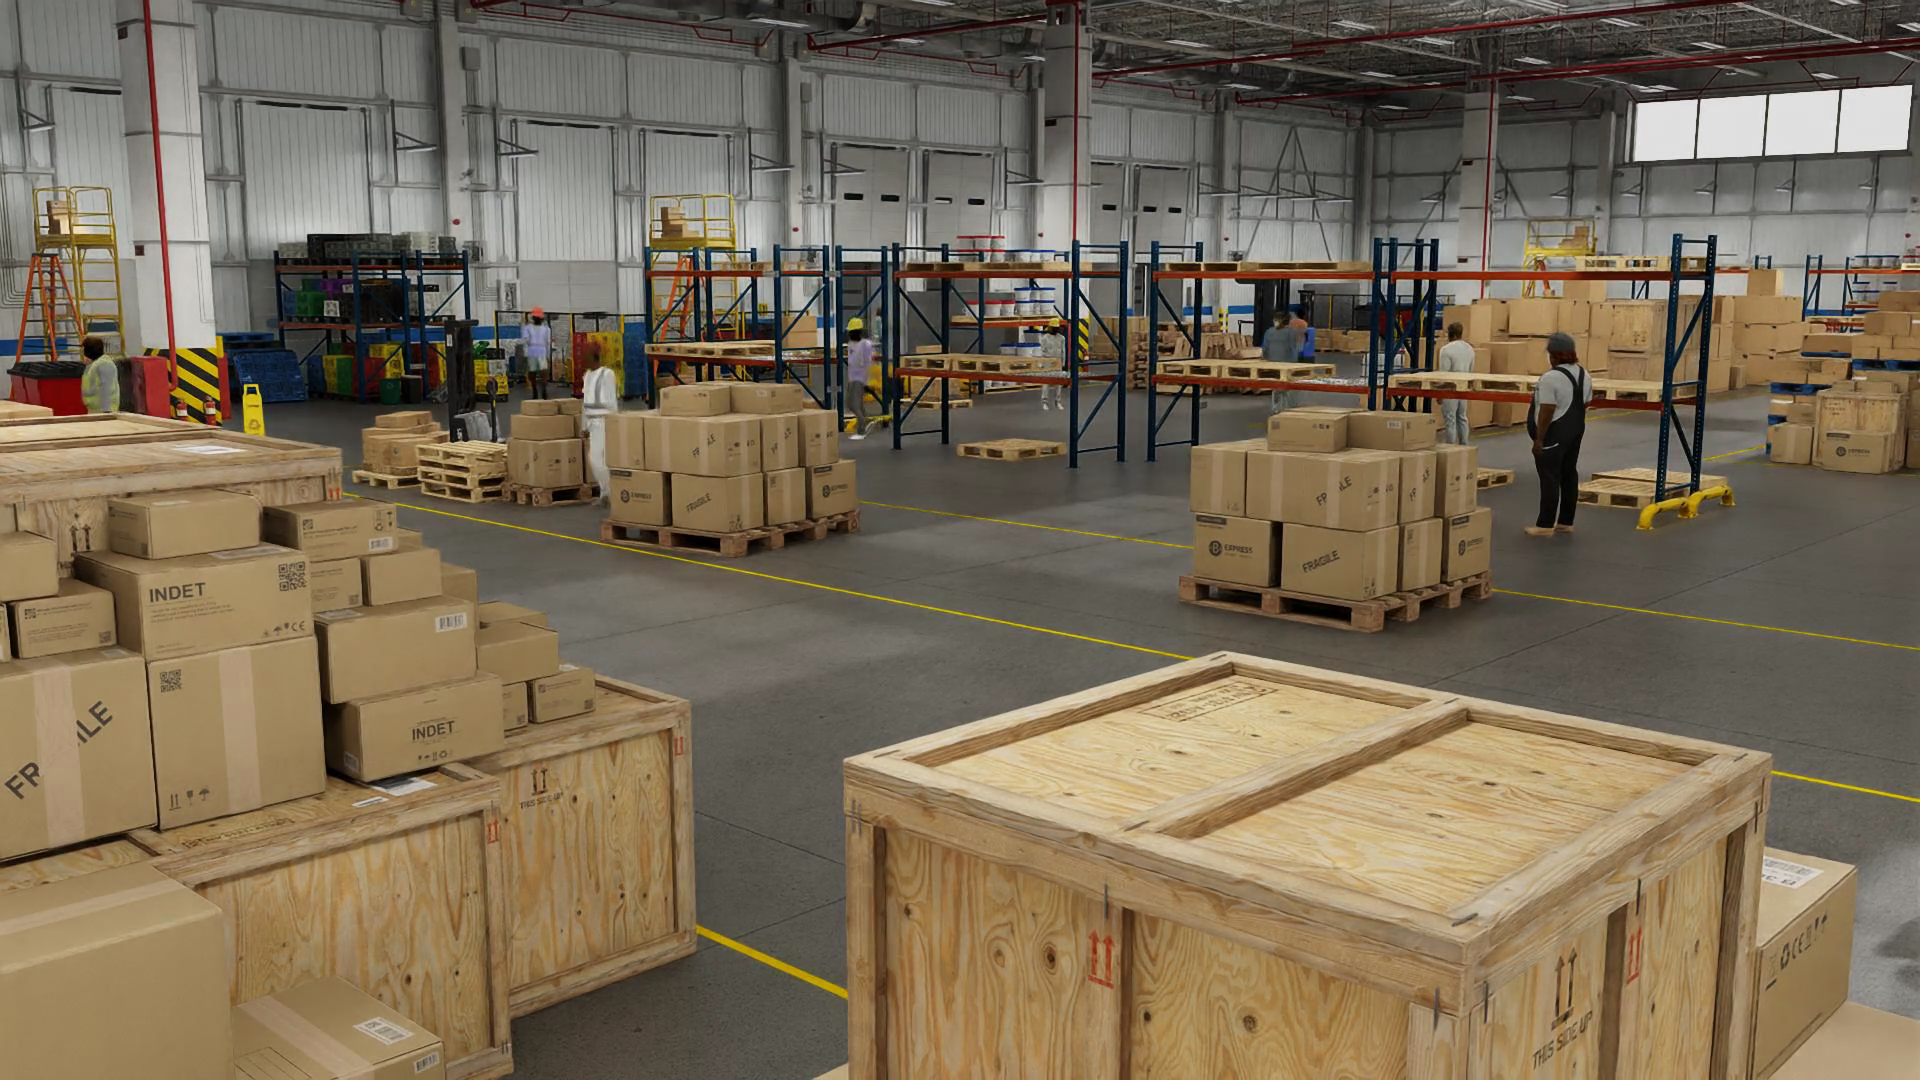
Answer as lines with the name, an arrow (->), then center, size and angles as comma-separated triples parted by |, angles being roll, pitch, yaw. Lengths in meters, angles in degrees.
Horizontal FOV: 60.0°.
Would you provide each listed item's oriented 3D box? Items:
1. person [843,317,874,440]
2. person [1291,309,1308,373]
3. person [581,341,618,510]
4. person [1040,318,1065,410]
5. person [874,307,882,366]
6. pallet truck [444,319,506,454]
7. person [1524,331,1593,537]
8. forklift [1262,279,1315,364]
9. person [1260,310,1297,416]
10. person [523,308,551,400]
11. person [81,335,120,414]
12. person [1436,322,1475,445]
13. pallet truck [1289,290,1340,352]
person -> -1.579, -2.502, 25.826 | 0.447, 1.909, 0.597 | -7, 11, -36
person -> 8.673, -5.083, 42.465 | 0.896, 1.649, 0.542 | -4, 10, -23
person -> -3.994, -1.244, 18.252 | 0.451, 1.868, 0.595 | -8, 12, -40
person -> 1.758, -3.313, 31.369 | 0.487, 1.737, 0.332 | -3, 10, -15
person -> -2.136, -5.383, 44.376 | 0.323, 1.631, 0.523 | 0, 9, -1
pallet truck -> -6.981, -1.942, 22.150 | 1.885, 1.965, 0.823 | 1, 9, 9
person -> 5.915, -1.055, 16.581 | 0.683, 2.000, 0.538 | -6, 11, -34
forklift -> 8.555, -6.090, 44.881 | 1.873, 2.768, 1.129 | 9, 13, 43
person -> 5.601, -3.085, 29.397 | 0.656, 1.918, 0.560 | 8, 12, 40
person -> -8.470, -3.710, 33.361 | 0.549, 1.890, 0.977 | -3, 10, -17
person -> -10.762, -1.661, 20.946 | 0.587, 1.829, 0.643 | -9, 13, -42
person -> 6.863, -2.053, 23.067 | 0.623, 1.931, 0.386 | -6, 11, -34
pallet truck -> 11.297, -6.951, 52.861 | 1.885, 1.965, 0.823 | -5, 11, -29
